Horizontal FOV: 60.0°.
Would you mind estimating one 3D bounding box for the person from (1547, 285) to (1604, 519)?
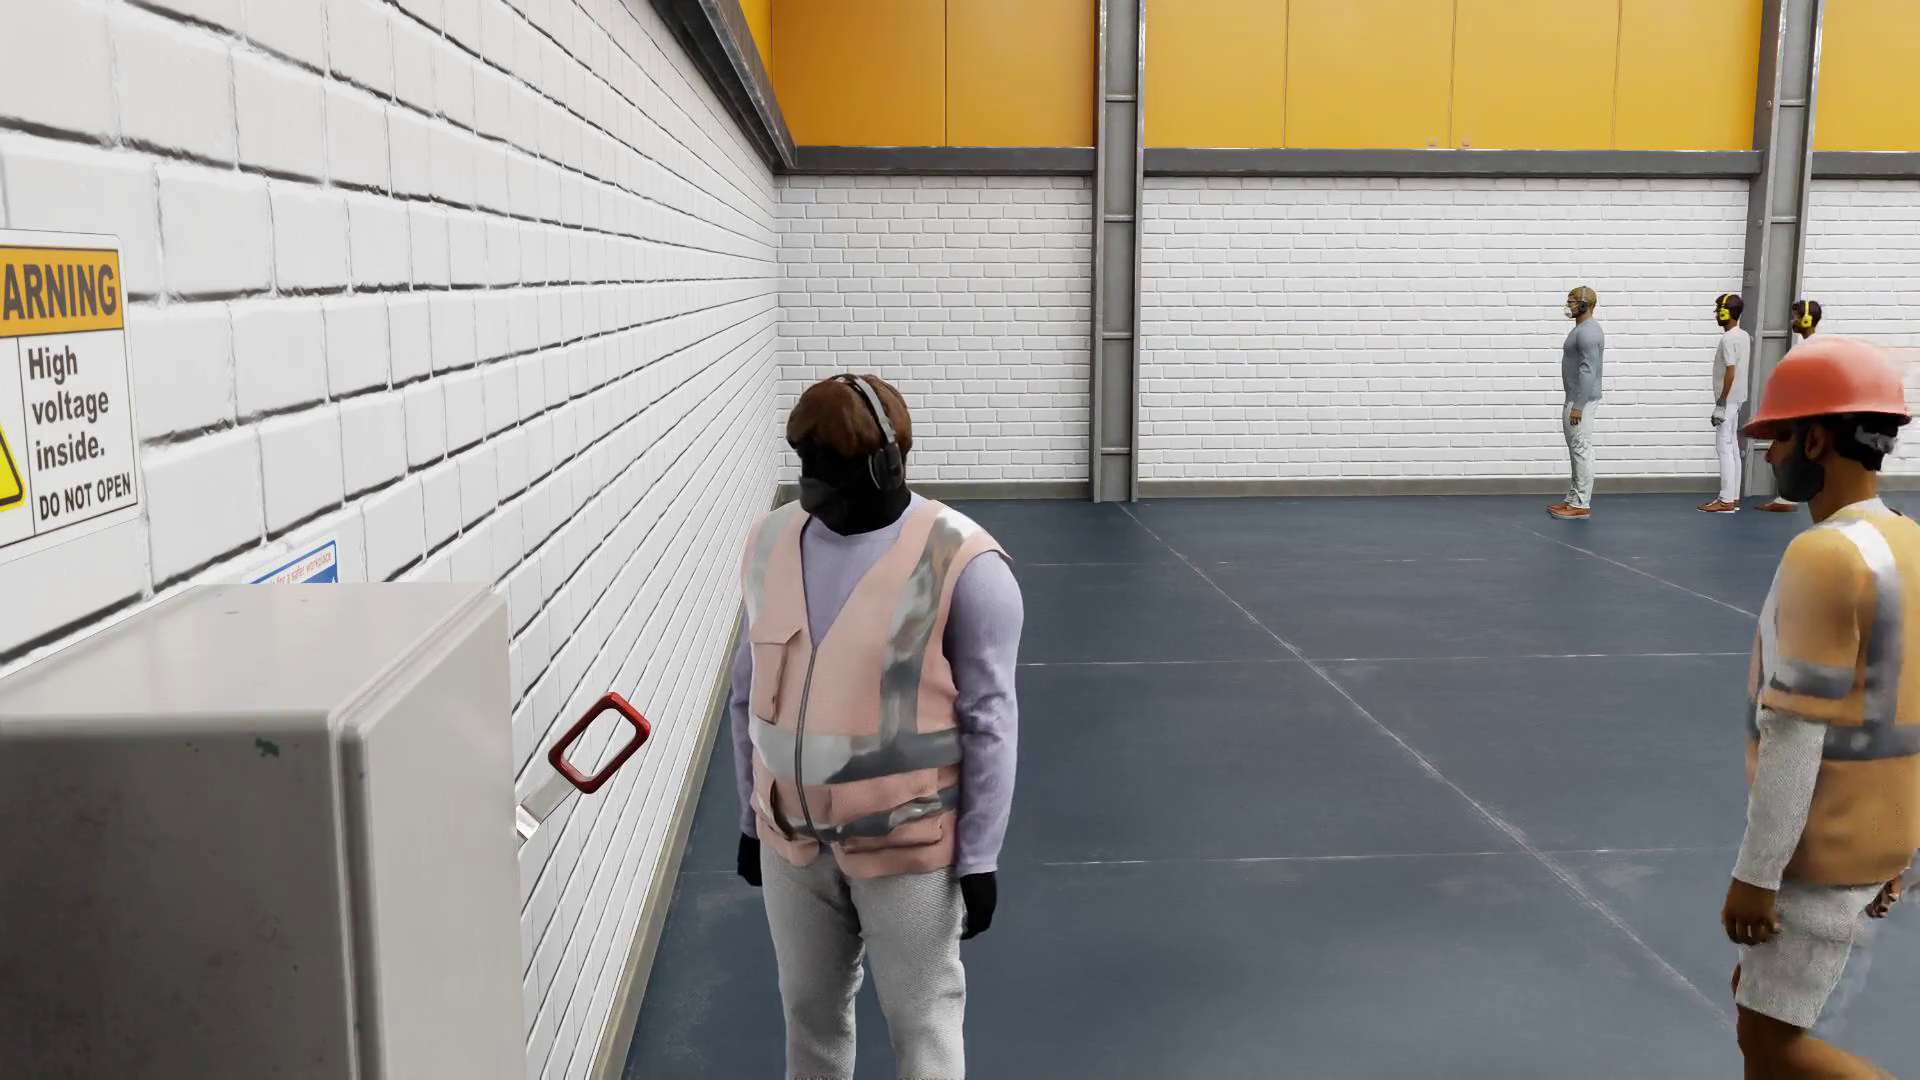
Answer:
[{"bbox_3d":[5.150,-1.143,13.858,0.372,1.940,0.630,3,9,15],"label":"person"}]

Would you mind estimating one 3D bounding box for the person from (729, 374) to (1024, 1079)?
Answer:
[{"bbox_3d":[-0.195,0.589,3.304,0.624,1.837,0.430,5,10,29],"label":"person"}]

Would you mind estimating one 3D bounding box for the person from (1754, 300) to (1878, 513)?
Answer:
[{"bbox_3d":[7.211,-1.085,13.881,0.896,1.832,0.523,7,11,37],"label":"person"}]

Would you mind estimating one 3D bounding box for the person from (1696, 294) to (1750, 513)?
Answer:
[{"bbox_3d":[6.540,-1.161,14.199,0.310,1.864,0.533,7,11,38],"label":"person"}]

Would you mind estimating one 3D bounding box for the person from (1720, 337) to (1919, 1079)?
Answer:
[{"bbox_3d":[1.738,0.572,3.186,0.686,1.908,0.565,8,12,40],"label":"person"}]
